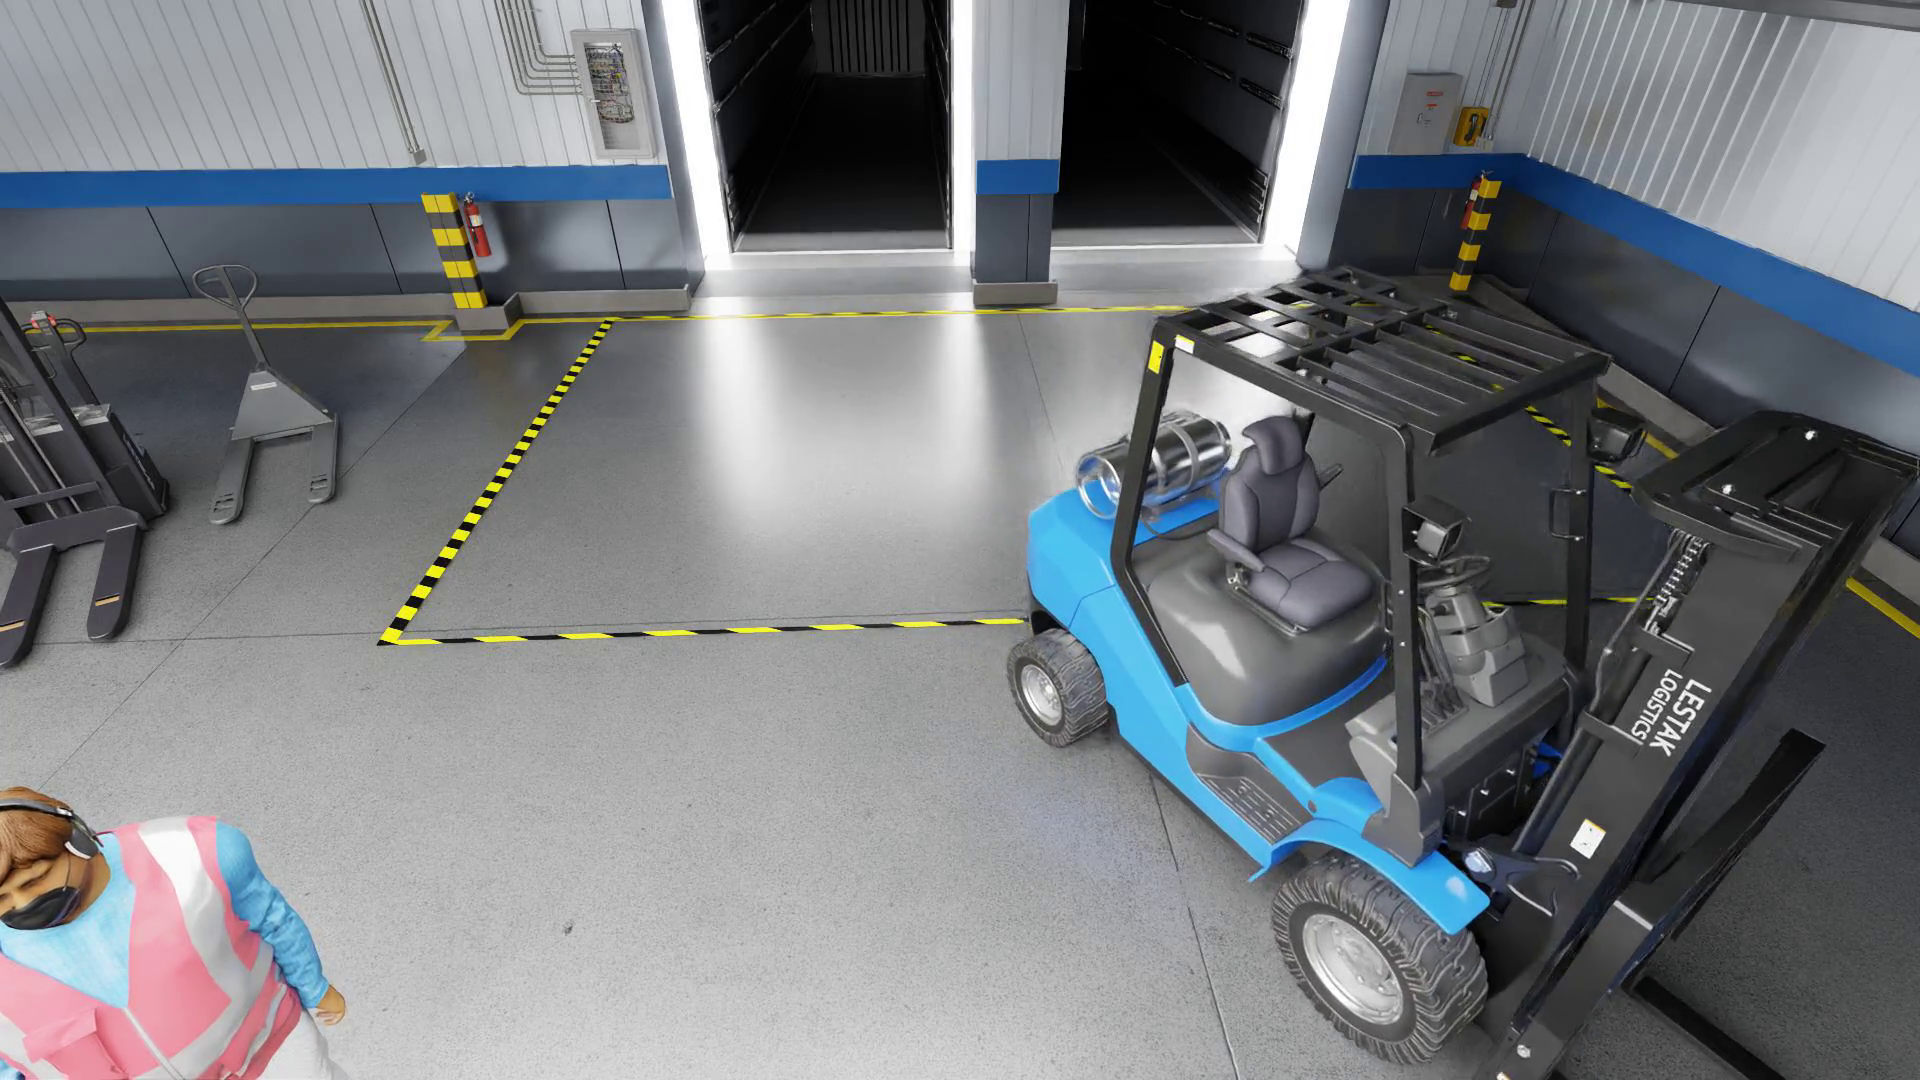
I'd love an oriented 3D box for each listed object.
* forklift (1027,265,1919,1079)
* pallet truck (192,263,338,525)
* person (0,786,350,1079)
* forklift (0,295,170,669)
[{"bbox_3d":[1.399,0.174,3.430,1.157,2.036,2.680,-21,40,-27],"label":"forklift"},{"bbox_3d":[-4.778,-1.027,6.128,0.680,1.201,1.601,-17,38,-23],"label":"pallet truck"},{"bbox_3d":[-1.895,1.283,2.281,0.430,1.845,0.619,29,44,35],"label":"person"},{"bbox_3d":[-5.212,-0.618,4.878,0.823,1.965,1.885,-20,39,-26],"label":"forklift"}]
